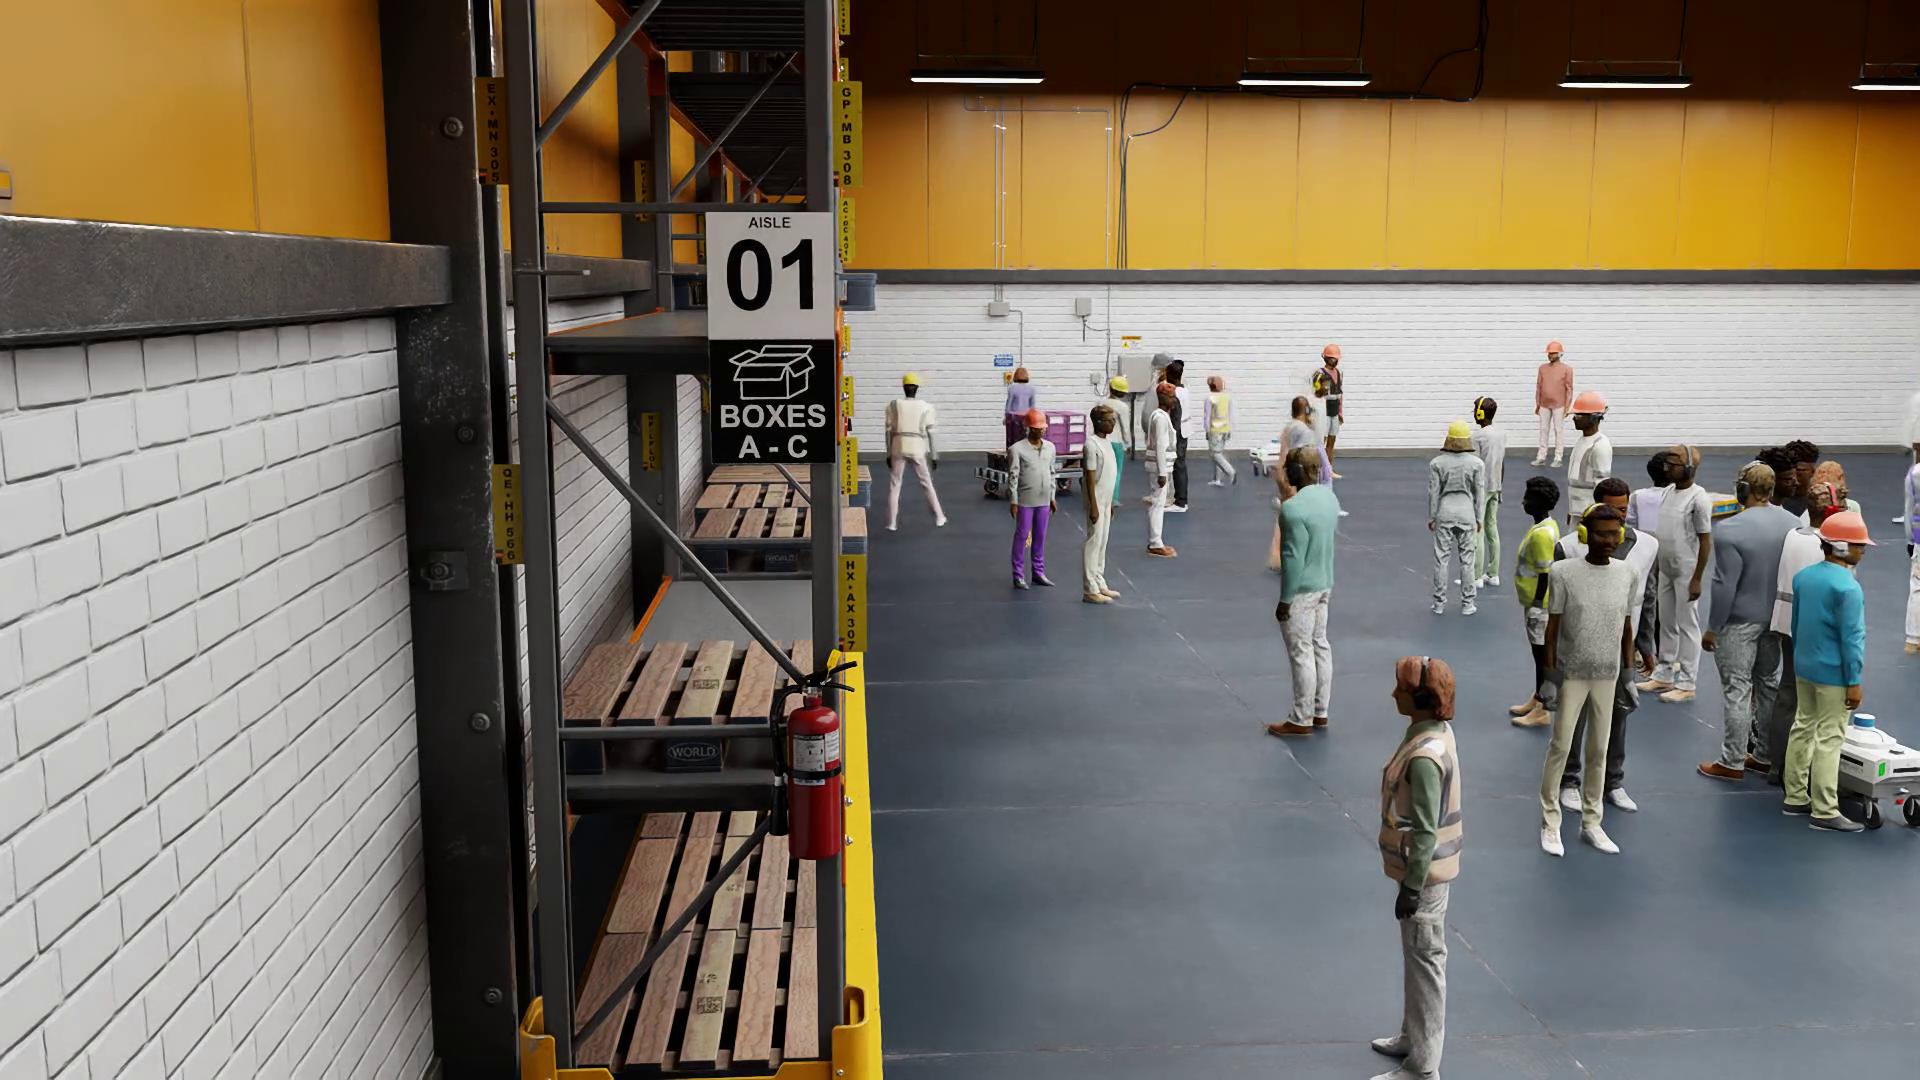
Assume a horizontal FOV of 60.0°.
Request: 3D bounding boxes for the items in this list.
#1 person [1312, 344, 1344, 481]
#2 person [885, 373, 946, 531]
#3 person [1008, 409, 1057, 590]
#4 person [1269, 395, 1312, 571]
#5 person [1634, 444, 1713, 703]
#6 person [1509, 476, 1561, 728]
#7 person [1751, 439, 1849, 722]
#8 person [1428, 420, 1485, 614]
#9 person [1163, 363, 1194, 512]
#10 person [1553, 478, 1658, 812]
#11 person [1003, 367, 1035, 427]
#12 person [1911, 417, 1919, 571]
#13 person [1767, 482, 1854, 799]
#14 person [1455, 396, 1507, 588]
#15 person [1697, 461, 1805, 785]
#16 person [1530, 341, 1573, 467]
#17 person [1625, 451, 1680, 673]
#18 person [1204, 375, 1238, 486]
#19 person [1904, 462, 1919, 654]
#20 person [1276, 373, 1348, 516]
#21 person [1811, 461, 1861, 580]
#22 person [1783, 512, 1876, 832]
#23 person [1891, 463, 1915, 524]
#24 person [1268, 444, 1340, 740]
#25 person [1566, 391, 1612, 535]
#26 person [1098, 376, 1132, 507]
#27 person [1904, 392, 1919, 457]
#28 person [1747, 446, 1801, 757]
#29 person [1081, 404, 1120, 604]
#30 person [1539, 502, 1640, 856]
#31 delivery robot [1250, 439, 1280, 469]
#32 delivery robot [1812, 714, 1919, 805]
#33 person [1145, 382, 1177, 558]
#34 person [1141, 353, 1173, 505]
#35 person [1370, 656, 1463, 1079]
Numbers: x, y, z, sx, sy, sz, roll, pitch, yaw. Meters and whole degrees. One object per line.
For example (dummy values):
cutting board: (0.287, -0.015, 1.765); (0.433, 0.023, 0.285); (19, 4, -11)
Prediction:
person: (5.448, -1.872, 24.512); (0.600, 2.036, 0.396); (-7, 12, -39)
person: (-0.529, -1.060, 19.913); (0.752, 1.883, 0.528); (-1, 9, -4)
person: (0.722, -0.399, 16.123); (0.572, 1.749, 0.342); (-6, 11, -35)
person: (3.396, -0.574, 17.052); (0.505, 1.804, 0.529); (-3, 9, -17)
person: (5.111, 0.237, 11.838); (0.351, 1.846, 0.506); (-2, 9, -10)
person: (3.891, 0.415, 11.183); (0.321, 1.697, 0.535); (3, 10, 19)
person: (5.508, 0.309, 11.008); (0.608, 1.966, 0.371); (8, 12, 42)
person: (4.442, -0.202, 14.914); (0.483, 1.745, 0.299); (3, 9, 17)
person: (2.803, -1.316, 21.369); (0.370, 1.915, 0.596); (3, 9, 17)
person: (3.635, 0.588, 9.445); (0.589, 1.910, 0.387); (0, 9, -3)
person: (0.930, -1.874, 25.802); (0.527, 1.613, 0.617); (-6, 11, -32)
person: (9.994, -0.653, 16.814); (0.681, 2.000, 0.535); (-3, 9, -17)
person: (4.955, 0.579, 9.693); (0.390, 1.846, 0.565); (-2, 9, -11)
person: (5.100, -0.465, 16.207); (0.510, 1.862, 0.327); (-6, 11, -33)
person: (4.711, 0.494, 9.934); (0.627, 1.940, 0.371); (-3, 10, -19)
person: (9.380, -2.145, 26.327); (0.390, 1.995, 0.613); (-7, 12, -38)
person: (5.337, 0.167, 12.739); (0.321, 1.698, 0.529); (-5, 10, -30)
person: (3.741, -1.535, 23.720); (0.514, 1.618, 0.637); (-7, 11, -38)
person: (7.813, 0.029, 13.194); (0.429, 1.837, 0.622); (-7, 11, -37)
person: (4.461, -1.227, 21.172); (1.012, 1.815, 0.541); (8, 12, 42)
person: (6.559, 0.212, 12.658); (0.497, 1.633, 0.283); (7, 11, 36)
person: (4.790, 0.712, 9.150); (0.325, 1.750, 0.563); (-1, 9, -3)
person: (11.552, -1.065, 19.892); (0.778, 1.875, 0.670); (4, 10, 24)
person: (2.262, 0.337, 10.923); (0.355, 1.936, 0.635); (7, 11, 36)
person: (5.366, -0.256, 14.313); (0.370, 2.044, 0.608); (0, 9, 1)
person: (1.956, -1.269, 21.672); (0.447, 1.735, 0.560); (-8, 12, -39)
person: (12.169, -1.194, 20.679); (0.675, 1.886, 0.564); (-1, 9, -5)
person: (5.086, 0.385, 10.530); (0.366, 1.967, 0.602); (6, 11, 33)
person: (1.306, -0.336, 15.437); (0.345, 1.846, 0.508); (4, 10, 22)
person: (3.295, 0.723, 8.705); (0.517, 1.873, 0.327); (-1, 9, -3)
delivery robot: (4.752, -1.285, 25.144); (0.707, 0.478, 0.477); (-3, 10, -20)
delivery robot: (5.084, 1.226, 9.378); (0.477, 0.478, 0.707); (-2, 9, -11)
person: (2.179, -0.760, 17.988); (0.360, 1.882, 0.575); (1, 9, 6)
person: (2.637, -1.478, 21.998); (0.608, 2.000, 0.705); (-5, 10, -29)
person: (1.714, 1.236, 6.214); (0.308, 1.640, 0.511); (3, 9, 17)
